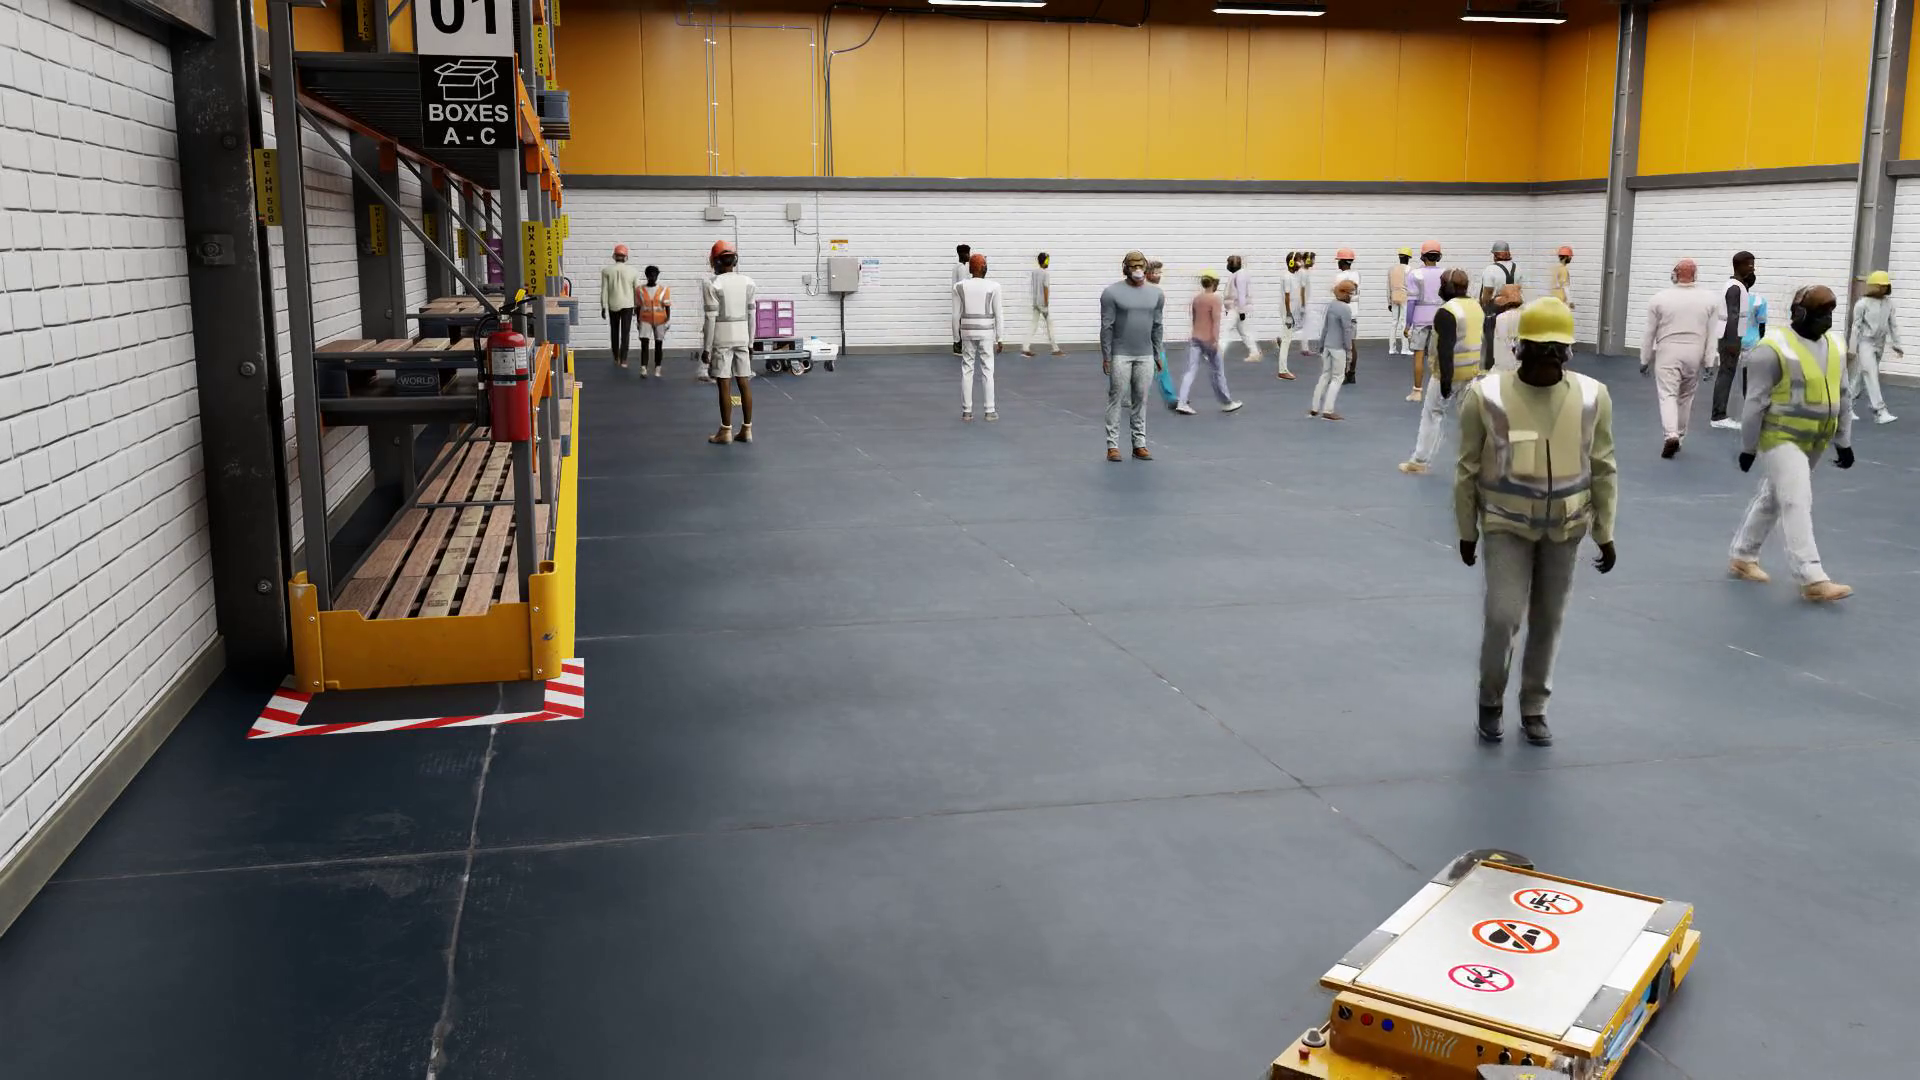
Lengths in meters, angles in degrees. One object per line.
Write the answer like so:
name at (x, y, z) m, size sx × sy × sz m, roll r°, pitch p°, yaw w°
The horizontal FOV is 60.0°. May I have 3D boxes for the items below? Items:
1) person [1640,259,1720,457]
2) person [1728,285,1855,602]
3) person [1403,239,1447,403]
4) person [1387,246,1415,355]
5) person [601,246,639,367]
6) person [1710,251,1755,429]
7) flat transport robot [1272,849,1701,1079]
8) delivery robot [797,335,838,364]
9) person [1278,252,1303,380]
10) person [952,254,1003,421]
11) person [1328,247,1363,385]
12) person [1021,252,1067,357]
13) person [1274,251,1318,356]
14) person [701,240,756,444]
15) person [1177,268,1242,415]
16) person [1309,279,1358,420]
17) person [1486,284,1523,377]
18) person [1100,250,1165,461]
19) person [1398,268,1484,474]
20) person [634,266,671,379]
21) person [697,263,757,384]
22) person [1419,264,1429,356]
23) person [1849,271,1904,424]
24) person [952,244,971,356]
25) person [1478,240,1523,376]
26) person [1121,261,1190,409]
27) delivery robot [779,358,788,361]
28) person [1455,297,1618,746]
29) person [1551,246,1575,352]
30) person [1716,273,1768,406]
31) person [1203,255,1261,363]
person at (6.810, -1.723, 15.751) m, size 0.652 × 1.871 × 0.952 m, roll 2°, pitch 10°, yaw 12°
person at (4.818, -0.571, 9.603) m, size 0.623 × 1.791 × 0.976 m, roll -5°, pitch 11°, yaw -24°
person at (5.852, -2.731, 20.831) m, size 0.615 × 2.042 × 0.374 m, roll -1°, pitch 10°, yaw -8°
person at (7.855, -4.243, 29.552) m, size 0.374 × 1.920 × 0.585 m, roll -9°, pitch 14°, yaw -41°
person at (-5.496, -3.793, 26.996) m, size 0.602 × 1.931 × 1.054 m, roll -1°, pitch 10°, yaw -5°
person at (8.403, -2.181, 18.135) m, size 0.370 × 1.915 × 0.597 m, roll 5°, pitch 11°, yaw 24°
flat transport robot at (1.411, 1.141, 4.290) m, size 0.652 × 0.197 × 1.431 m, roll 7°, pitch 13°, yaw 35°
delivery robot at (-2.257, -2.929, 25.794) m, size 0.707 × 0.478 × 0.477 m, roll -5°, pitch 11°, yaw -25°
person at (4.853, -3.291, 24.434) m, size 0.327 × 1.865 × 0.521 m, roll 2°, pitch 11°, yaw 13°
person at (0.200, -2.287, 18.814) m, size 0.584 × 1.881 × 0.337 m, roll 2°, pitch 10°, yaw 10°
person at (5.436, -3.167, 23.536) m, size 0.363 × 1.939 × 0.542 m, roll 10°, pitch 14°, yaw 44°
person at (1.452, -4.117, 29.141) m, size 0.889 × 1.825 × 0.549 m, roll -7°, pitch 13°, yaw -35°
person at (5.962, -4.160, 29.317) m, size 0.700 × 1.845 × 0.566 m, roll 0°, pitch 10°, yaw 2°
person at (-2.329, -1.973, 16.659) m, size 0.605 × 2.033 × 0.391 m, roll -9°, pitch 14°, yaw -41°
person at (2.895, -2.326, 19.504) m, size 0.943 × 1.707 × 0.538 m, roll -7°, pitch 12°, yaw -33°
person at (4.255, -2.161, 18.914) m, size 0.392 × 1.595 × 0.655 m, roll -3°, pitch 11°, yaw -14°
person at (5.237, -1.668, 16.123) m, size 0.518 × 1.611 × 0.522 m, roll 10°, pitch 14°, yaw 42°
person at (1.597, -1.698, 15.395) m, size 0.629 × 1.940 × 0.377 m, roll -3°, pitch 11°, yaw -16°
person at (4.289, -1.425, 14.277) m, size 0.654 × 1.807 × 0.940 m, roll -10°, pitch 14°, yaw -43°
person at (-4.497, -3.180, 24.391) m, size 0.533 × 1.651 × 0.814 m, roll -2°, pitch 10°, yaw -11°
person at (-3.326, -3.096, 23.426) m, size 0.969 × 1.829 × 0.606 m, roll 3°, pitch 11°, yaw 15°
person at (8.270, -4.225, 29.404) m, size 0.359 × 1.938 × 0.545 m, roll -1°, pitch 10°, yaw -7°
person at (10.224, -2.156, 18.596) m, size 0.504 × 1.691 × 0.912 m, roll -3°, pitch 11°, yaw -17°
person at (0.043, -4.238, 29.393) m, size 0.362 × 1.965 × 0.612 m, roll -3°, pitch 11°, yaw -15°
person at (8.060, -3.486, 25.021) m, size 0.683 × 2.000 × 0.538 m, roll -5°, pitch 11°, yaw -26°
person at (2.274, -2.463, 20.064) m, size 1.011 × 1.789 × 0.558 m, roll 9°, pitch 14°, yaw 42°
delivery robot at (-2.806, -2.984, 26.098) m, size 0.477 × 0.478 × 0.707 m, roll 3°, pitch 11°, yaw 17°
person at (2.302, -0.056, 6.655) m, size 0.601 × 1.815 × 0.430 m, roll 0°, pitch 10°, yaw 2°
person at (10.958, -4.365, 30.193) m, size 0.414 × 1.932 × 0.566 m, roll 1°, pitch 10°, yaw 8°
person at (9.056, -2.284, 19.302) m, size 0.541 × 1.700 × 0.316 m, roll 6°, pitch 12°, yaw 29°
person at (4.592, -3.838, 27.675) m, size 0.973 × 1.794 × 0.649 m, roll 0°, pitch 10°, yaw 3°
